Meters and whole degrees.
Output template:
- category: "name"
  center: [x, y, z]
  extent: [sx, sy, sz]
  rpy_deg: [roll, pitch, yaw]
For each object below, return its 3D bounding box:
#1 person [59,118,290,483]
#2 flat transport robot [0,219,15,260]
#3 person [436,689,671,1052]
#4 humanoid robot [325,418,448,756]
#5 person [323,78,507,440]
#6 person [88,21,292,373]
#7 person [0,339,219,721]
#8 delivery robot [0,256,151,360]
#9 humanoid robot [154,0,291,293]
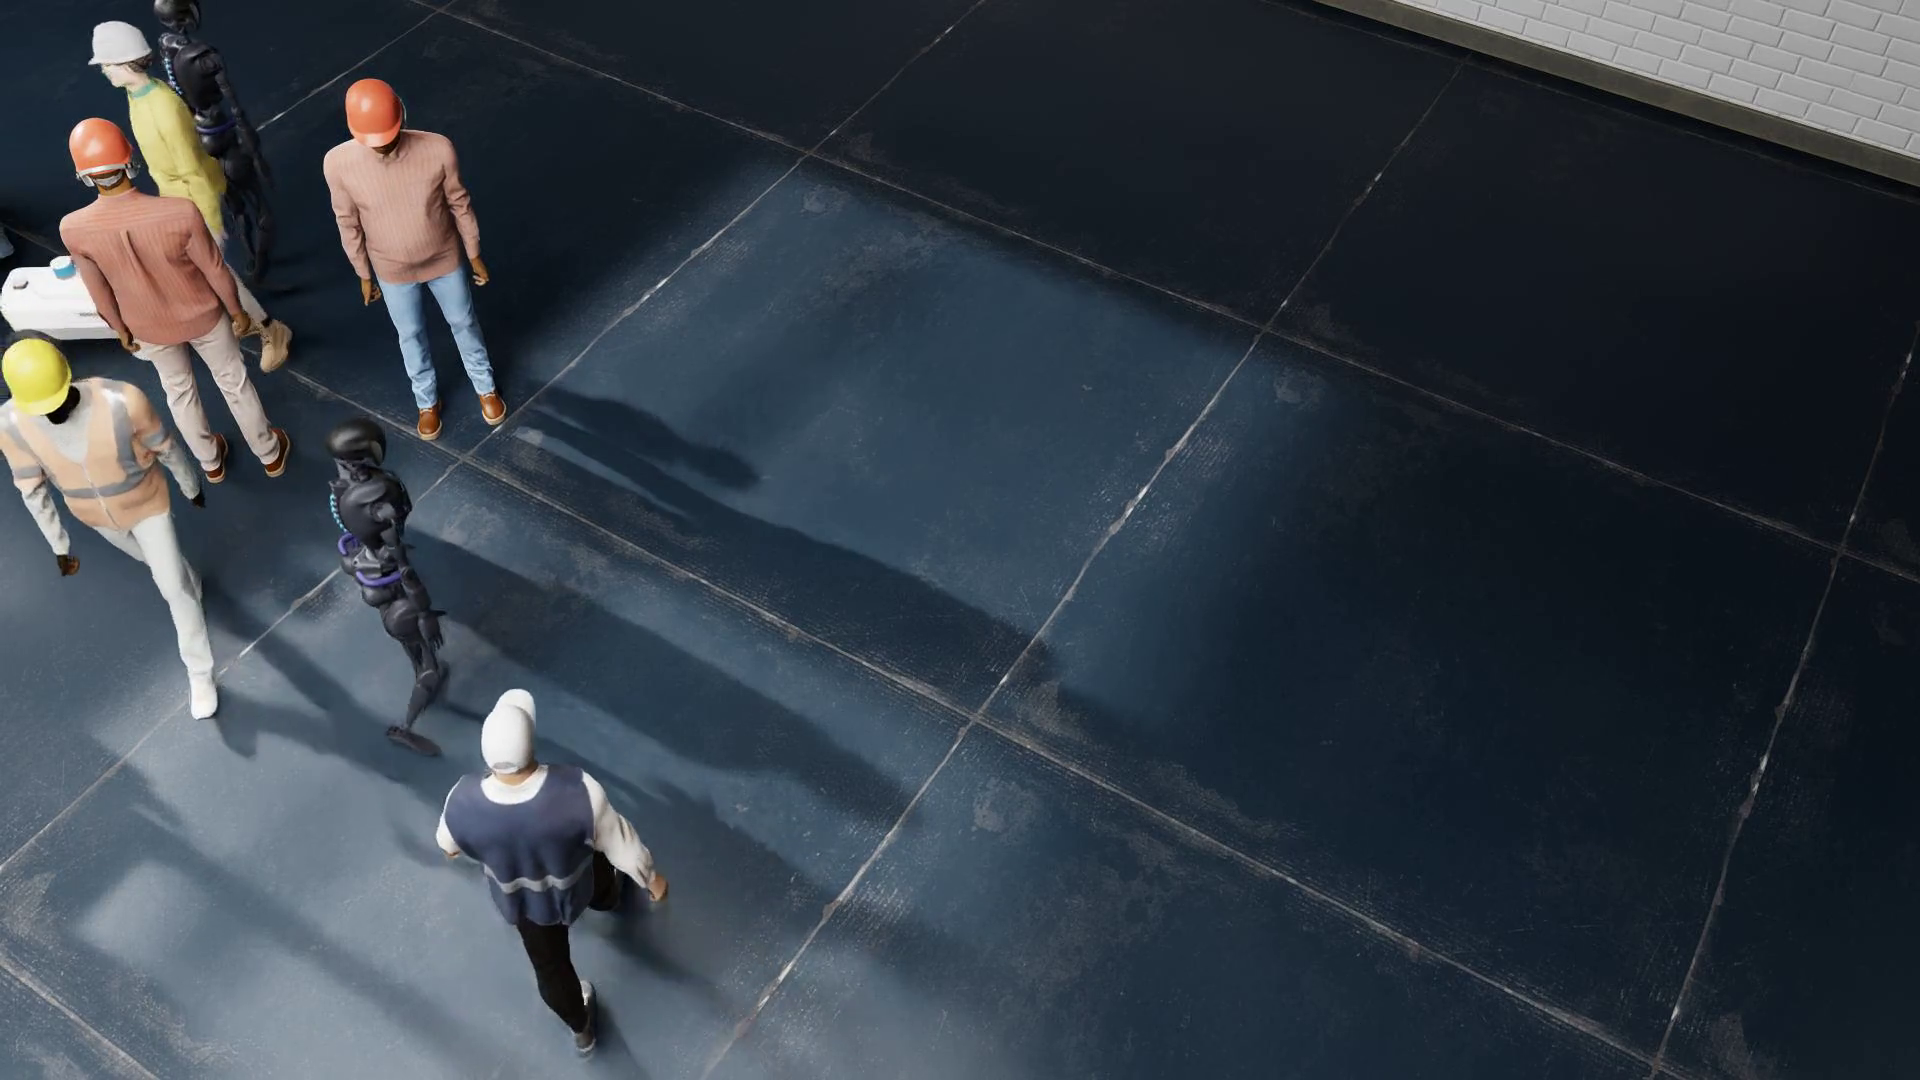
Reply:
- category: "person"
  center: [-3.577, -1.042, 7.589]
  extent: [0.611, 1.987, 0.402]
  rpy_deg: [-8, 49, -7]
- category: "flat transport robot"
  center: [-5.906, -1.456, 9.088]
  extent: [0.659, 0.231, 1.431]
  rpy_deg: [-36, 58, -27]
- category: "person"
  center: [-1.444, 1.076, 5.908]
  extent: [0.789, 1.716, 0.881]
  rpy_deg: [-6, 49, -5]
- category: "humanoid robot"
  center: [-2.348, 0.191, 6.718]
  extent: [0.467, 1.647, 0.605]
  rpy_deg: [-29, 55, -23]
- category: "person"
  center: [-2.543, -1.306, 7.819]
  extent: [0.610, 1.985, 0.390]
  rpy_deg: [-14, 50, -12]
- category: "person"
  center: [-3.774, -1.678, 8.236]
  extent: [0.368, 1.855, 0.614]
  rpy_deg: [-34, 57, -26]
- category: "person"
  center: [-3.468, -0.102, 6.842]
  extent: [0.592, 1.871, 0.961]
  rpy_deg: [-8, 49, -7]
- category: "delivery robot"
  center: [-4.583, -1.227, 8.682]
  extent: [0.746, 0.570, 0.499]
  rpy_deg: [-2, 49, -2]
- category: "humanoid robot"
  center: [-3.891, -2.038, 8.666]
  extent: [0.604, 1.647, 0.458]
  rpy_deg: [26, 54, 21]
